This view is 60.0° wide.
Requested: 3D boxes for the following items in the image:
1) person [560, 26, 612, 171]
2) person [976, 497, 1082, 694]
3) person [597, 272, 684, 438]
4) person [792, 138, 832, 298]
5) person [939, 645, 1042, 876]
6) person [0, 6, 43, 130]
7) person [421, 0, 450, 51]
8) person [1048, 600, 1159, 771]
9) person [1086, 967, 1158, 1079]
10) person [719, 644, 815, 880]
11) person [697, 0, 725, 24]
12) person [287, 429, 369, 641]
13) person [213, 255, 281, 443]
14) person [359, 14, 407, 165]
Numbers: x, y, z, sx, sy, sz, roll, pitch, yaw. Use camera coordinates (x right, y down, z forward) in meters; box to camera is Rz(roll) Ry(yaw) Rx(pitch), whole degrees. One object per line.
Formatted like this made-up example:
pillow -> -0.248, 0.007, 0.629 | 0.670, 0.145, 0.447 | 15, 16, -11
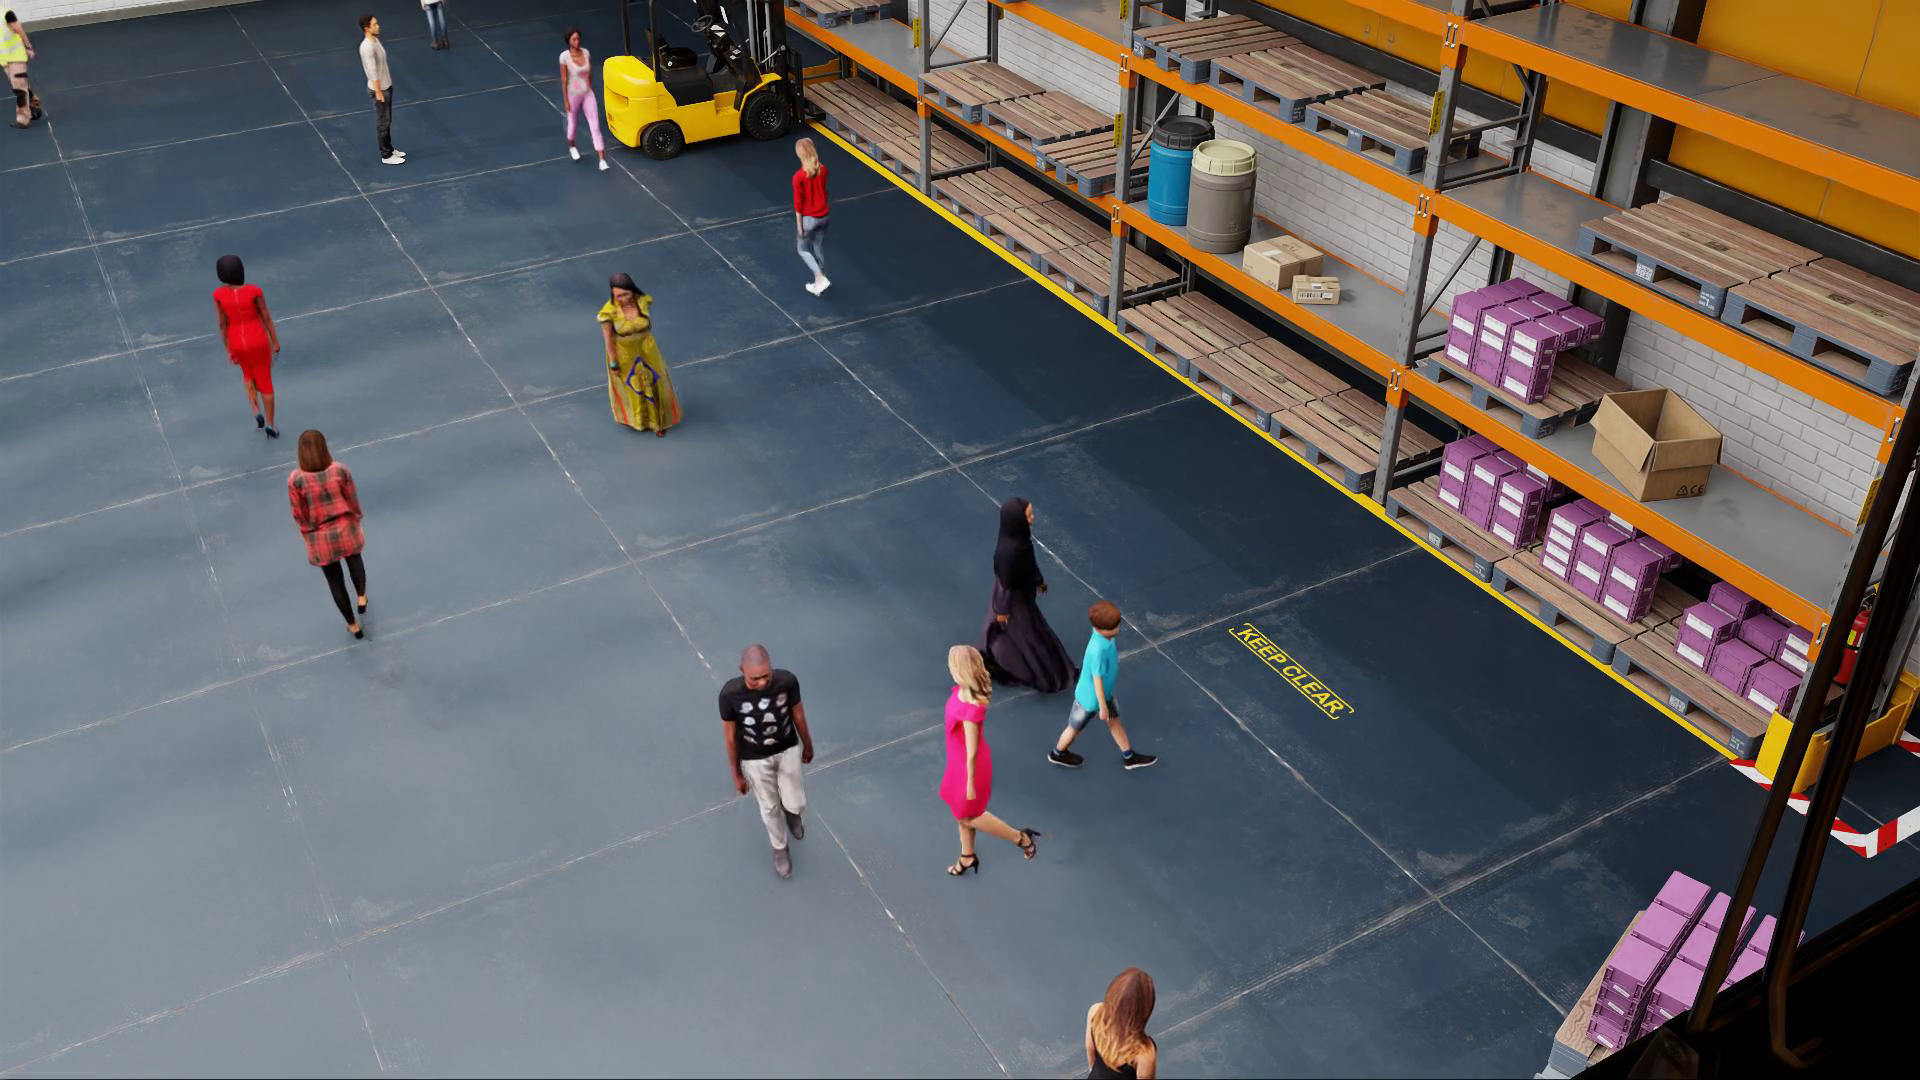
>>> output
person -> -4.670, -5.377, 20.249 | 0.687, 1.690, 1.198 | -22, 39, -29
person -> 0.299, 0.370, 11.678 | 1.082, 1.608, 1.084 | 4, 34, 6
person -> -2.908, -1.668, 14.733 | 0.831, 1.620, 0.815 | -27, 42, -35
person -> -1.458, -3.256, 17.056 | 0.681, 1.692, 0.759 | -25, 41, -33
person -> 0.147, 1.370, 10.087 | 0.888, 1.703, 0.904 | -3, 34, -4
person -> -12.213, -6.261, 21.492 | 1.055, 1.787, 1.175 | -1, 34, -2
person -> -7.703, -7.853, 24.315 | 0.483, 1.313, 0.497 | -16, 37, -22
person -> 0.816, 0.976, 10.944 | 1.005, 1.410, 0.924 | 9, 35, 13
person -> 0.766, 2.711, 8.052 | 0.693, 1.722, 0.517 | -26, 41, -33
person -> -1.186, 1.262, 10.183 | 0.813, 1.777, 0.856 | -11, 35, -16
person -> -3.872, -8.845, 25.323 | 0.648, 1.849, 0.789 | 23, 40, 30
person -> -4.575, 0.003, 12.161 | 0.624, 1.683, 0.750 | -17, 37, -23
person -> -6.238, -1.645, 14.595 | 0.673, 1.734, 0.732 | -4, 34, -6
person -> -7.122, -5.540, 20.384 | 0.782, 1.811, 0.619 | -5, 34, -7
